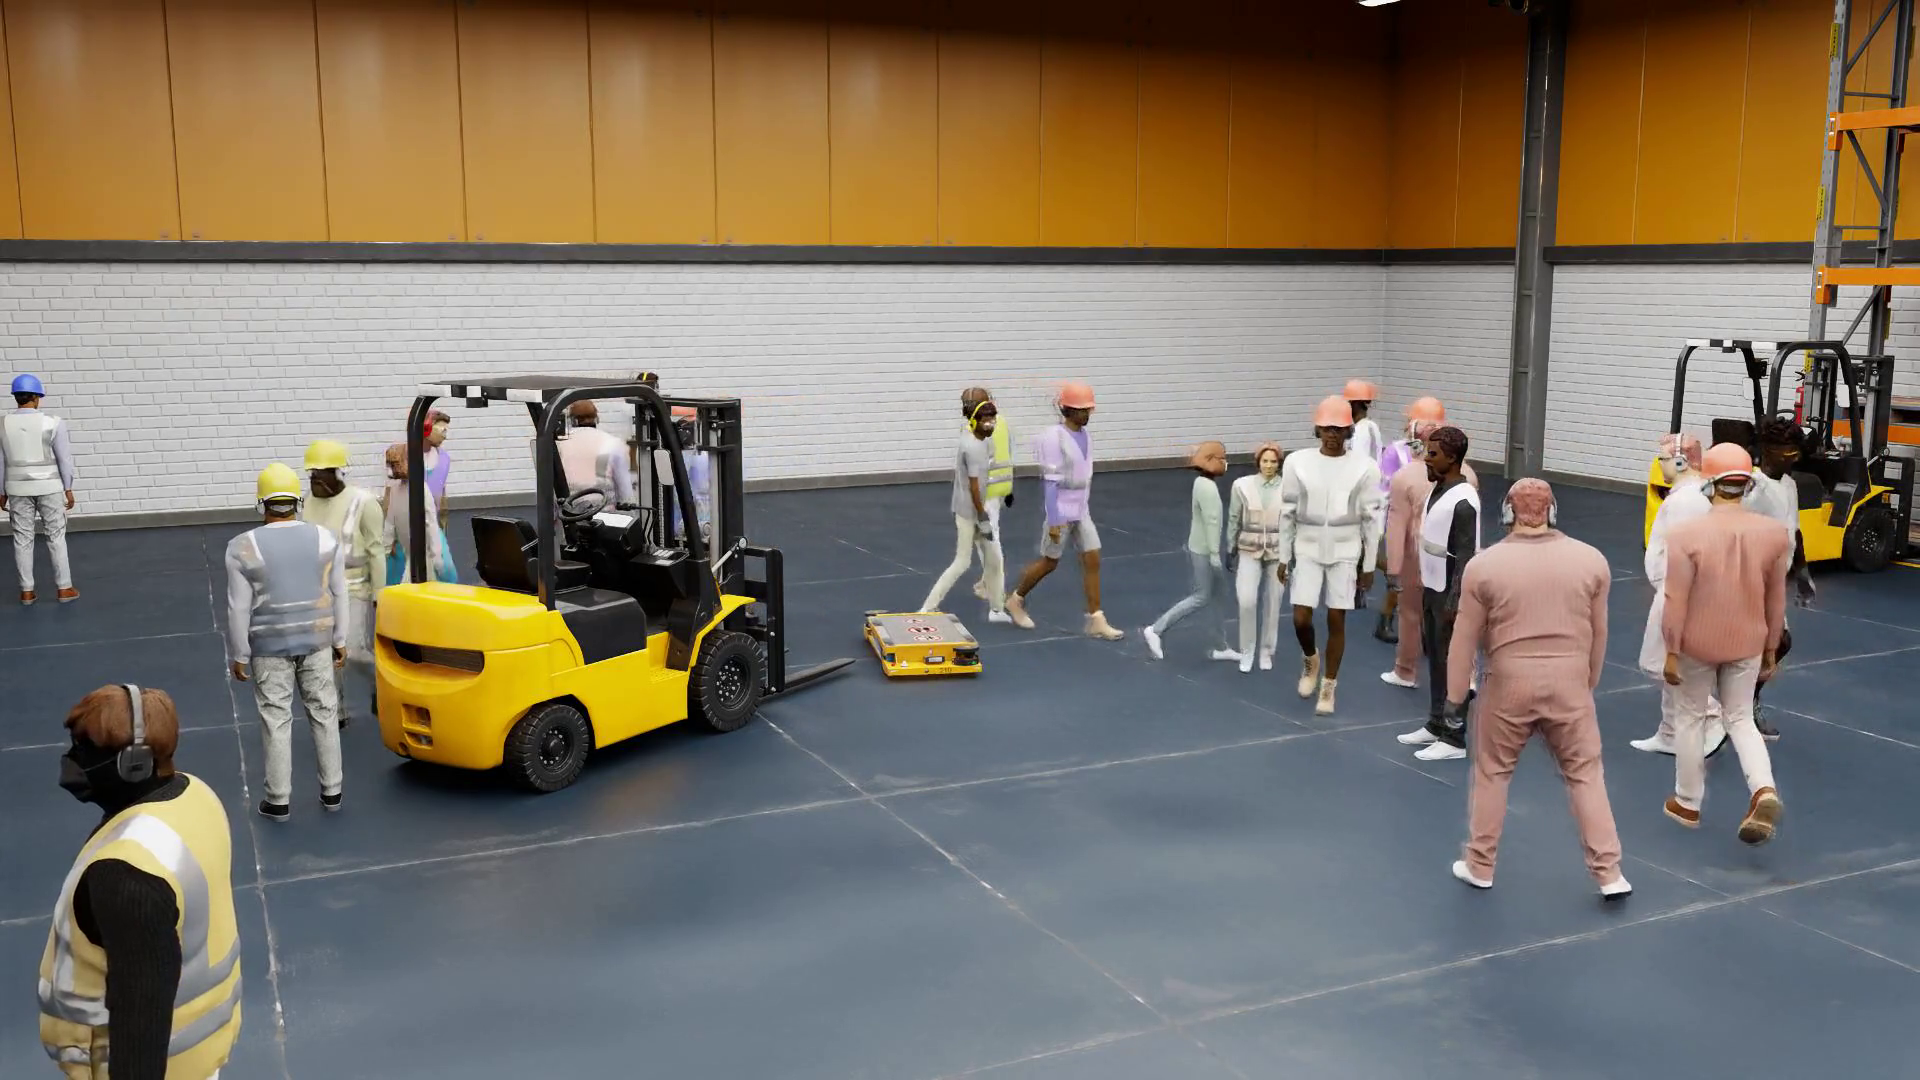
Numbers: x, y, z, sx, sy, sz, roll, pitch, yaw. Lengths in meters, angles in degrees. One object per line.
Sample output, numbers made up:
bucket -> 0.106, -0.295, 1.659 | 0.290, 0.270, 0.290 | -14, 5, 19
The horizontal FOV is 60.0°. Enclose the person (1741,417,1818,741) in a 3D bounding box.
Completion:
person -> 4.849, 0.233, 9.965 | 0.567, 1.939, 0.635 | 8, 12, 41

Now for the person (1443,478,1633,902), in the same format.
person -> 2.596, 0.680, 7.389 | 0.858, 1.880, 0.544 | 1, 9, 9

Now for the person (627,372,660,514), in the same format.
person -> -2.958, -0.709, 16.145 | 0.946, 1.822, 0.555 | -1, 9, -4

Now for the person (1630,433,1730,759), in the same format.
person -> 4.174, 0.339, 9.477 | 0.540, 1.884, 0.670 | 7, 12, 39

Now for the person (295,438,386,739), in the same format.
person -> -3.720, 0.282, 10.012 | 0.610, 1.813, 0.502 | 3, 10, 16

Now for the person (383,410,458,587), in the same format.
person -> -3.992, -0.062, 12.276 | 0.668, 1.789, 0.673 | 6, 11, 34

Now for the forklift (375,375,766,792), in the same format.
forklift -> -2.268, 0.149, 9.685 | 1.214, 2.155, 2.313 | 6, 11, 32

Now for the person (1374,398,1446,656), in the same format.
person -> 3.378, -0.102, 12.217 | 0.564, 1.873, 1.011 | -3, 10, -21

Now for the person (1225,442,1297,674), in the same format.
person -> 2.109, 0.130, 11.550 | 0.545, 1.615, 0.556 | 2, 9, 10

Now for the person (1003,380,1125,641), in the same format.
person -> 0.769, -0.236, 12.743 | 1.022, 1.999, 0.621 | 7, 12, 37

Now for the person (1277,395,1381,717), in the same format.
person -> 2.324, 0.096, 10.510 | 0.629, 2.033, 0.446 | 3, 10, 16

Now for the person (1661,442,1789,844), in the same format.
person -> 3.758, 0.515, 8.137 | 0.610, 1.971, 0.774 | 0, 9, 1

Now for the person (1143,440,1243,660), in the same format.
person -> 1.703, 0.083, 11.899 | 0.690, 1.608, 0.511 | 1, 9, 7

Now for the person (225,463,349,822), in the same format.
person -> -3.426, 0.520, 8.503 | 0.588, 1.833, 0.404 | -7, 11, -36

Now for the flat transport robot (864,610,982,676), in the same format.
flat transport robot -> -0.291, 0.726, 12.055 | 0.652, 0.197, 1.431 | -2, 9, -10

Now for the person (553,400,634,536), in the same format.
person -> -2.870, -0.194, 12.981 | 0.674, 1.813, 0.521 | 1, 9, 5

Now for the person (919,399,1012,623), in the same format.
person -> 0.067, -0.208, 13.077 | 0.780, 1.819, 0.523 | 2, 9, 12

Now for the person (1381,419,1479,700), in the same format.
person -> 3.083, 0.137, 10.851 | 0.667, 1.854, 0.957 | -2, 9, -14

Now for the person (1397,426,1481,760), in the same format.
person -> 2.803, 0.304, 9.575 | 0.392, 1.920, 0.589 | 0, 9, 0

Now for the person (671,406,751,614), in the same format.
person -> -1.897, -0.086, 12.052 | 0.789, 1.911, 0.544 | -6, 11, -31

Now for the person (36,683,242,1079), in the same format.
person -> -1.948, 1.242, 3.984 | 0.429, 1.845, 0.633 | -2, 9, -13

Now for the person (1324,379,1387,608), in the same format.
person -> 3.369, -0.358, 13.671 | 0.631, 1.921, 0.572 | 3, 10, 20

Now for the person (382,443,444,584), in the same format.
person -> -3.907, 0.126, 11.676 | 0.844, 1.592, 0.504 | -7, 12, -38

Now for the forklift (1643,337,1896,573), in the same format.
forklift -> 7.551, -0.789, 15.507 | 2.313, 2.155, 1.214 | -4, 10, -25

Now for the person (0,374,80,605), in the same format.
person -> -7.791, -0.421, 14.017 | 0.602, 1.938, 0.402 | -3, 10, -16

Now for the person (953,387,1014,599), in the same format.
person -> 0.182, -0.395, 14.215 | 0.544, 1.819, 0.648 | 5, 10, 28
